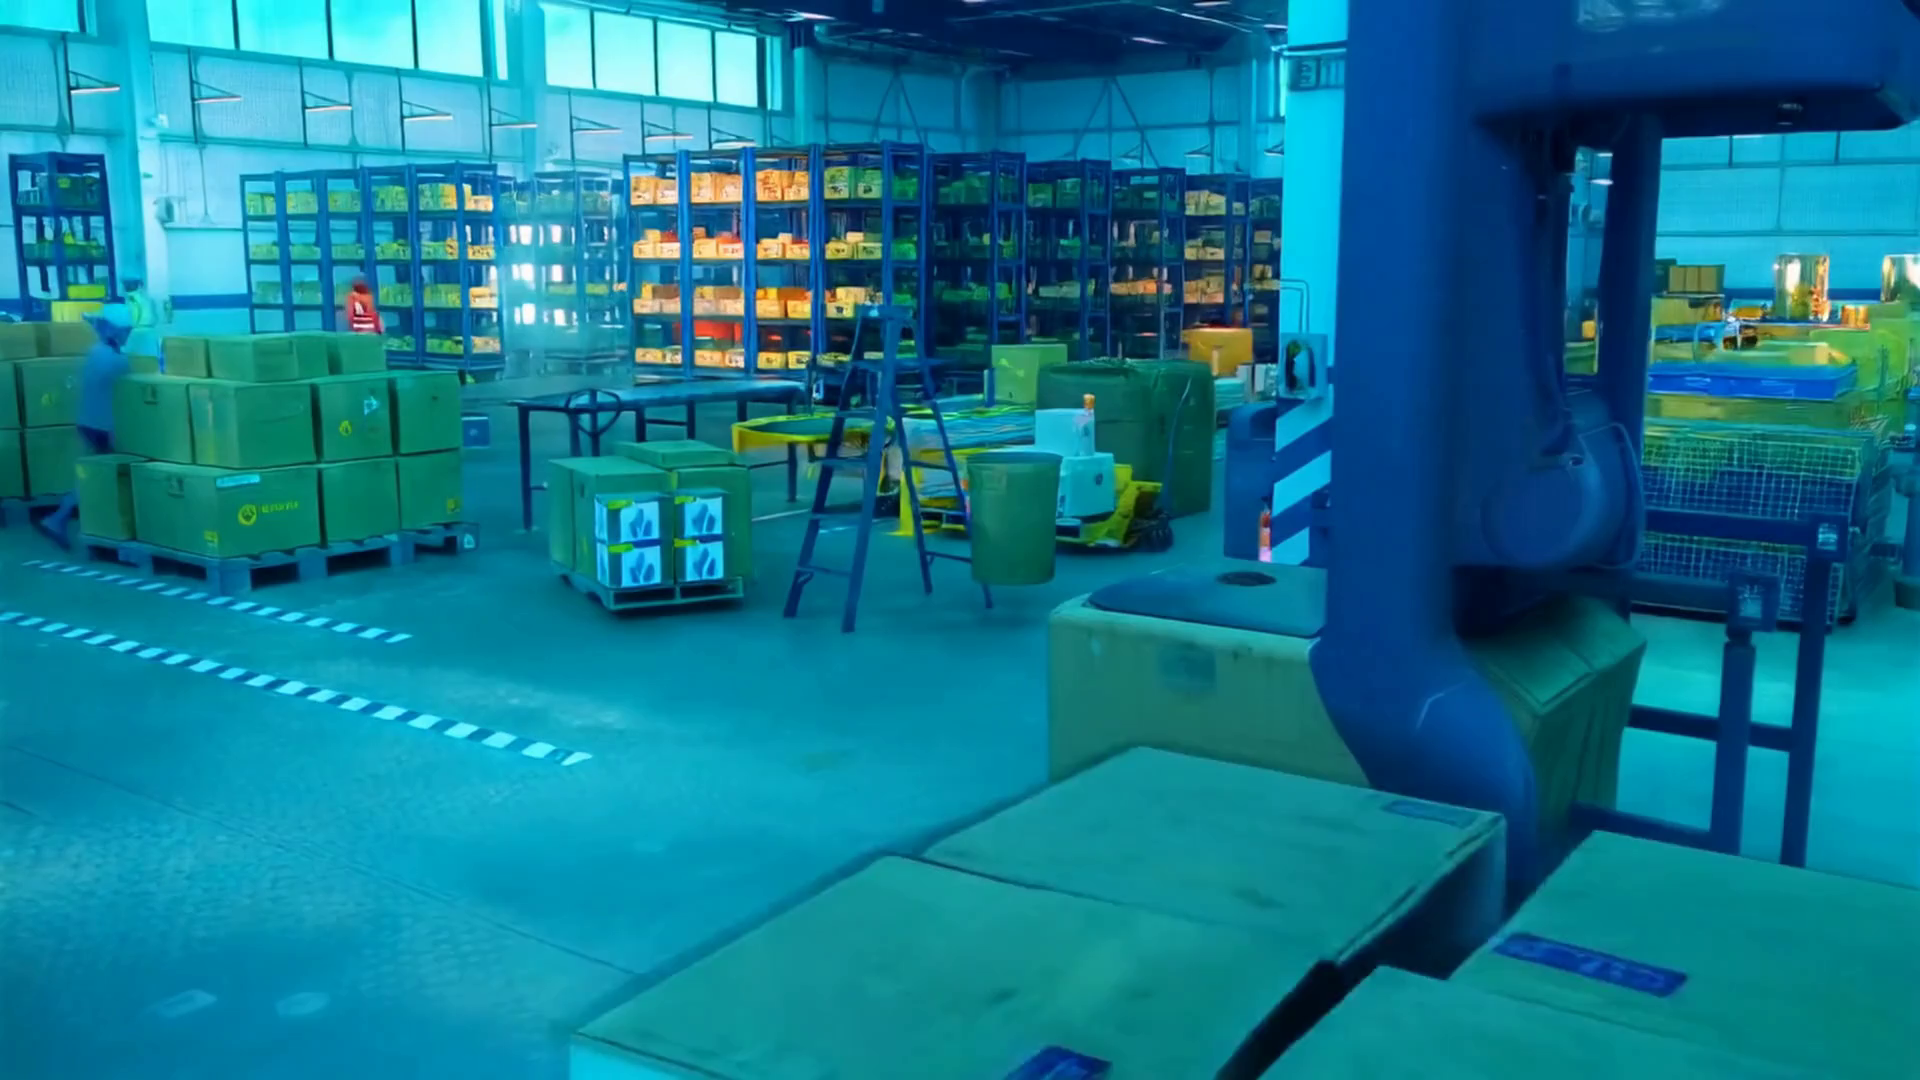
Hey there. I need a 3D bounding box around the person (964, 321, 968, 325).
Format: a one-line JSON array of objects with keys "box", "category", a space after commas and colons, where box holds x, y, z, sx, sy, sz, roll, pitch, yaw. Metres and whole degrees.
[{"box": [0.054, -5.153, 37.369, 0.579, 1.823, 0.668, 6, 11, 33], "category": "person"}]

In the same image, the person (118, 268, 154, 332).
[{"box": [-11.047, -2.704, 22.510, 0.687, 1.928, 0.608, -1, 10, -4], "category": "person"}]

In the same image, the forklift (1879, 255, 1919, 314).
[{"box": [22.089, -5.634, 38.796, 1.157, 1.987, 2.680, 6, 11, 33], "category": "forklift"}]

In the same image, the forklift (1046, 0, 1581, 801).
[{"box": [1.249, -0.137, 4.360, 1.873, 2.768, 1.129, 7, 12, 35], "category": "forklift"}]

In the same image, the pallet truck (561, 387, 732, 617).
[{"box": [-1.981, -0.274, 10.088, 0.680, 1.201, 1.601, -5, 11, -28], "category": "pallet truck"}]

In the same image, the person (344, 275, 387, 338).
[{"box": [-9.908, -3.504, 27.692, 0.921, 1.781, 0.598, 5, 11, 27], "category": "person"}]

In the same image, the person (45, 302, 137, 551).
[{"box": [-5.939, -0.762, 11.449, 0.539, 1.745, 0.605, 9, 13, 43], "category": "person"}]

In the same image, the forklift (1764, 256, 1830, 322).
[{"box": [20.253, -5.854, 40.139, 1.157, 1.987, 2.680, 7, 12, 35], "category": "forklift"}]

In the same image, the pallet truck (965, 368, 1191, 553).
[{"box": [0.845, -0.609, 11.869, 1.630, 1.274, 0.653, 7, 12, 35], "category": "pallet truck"}]
